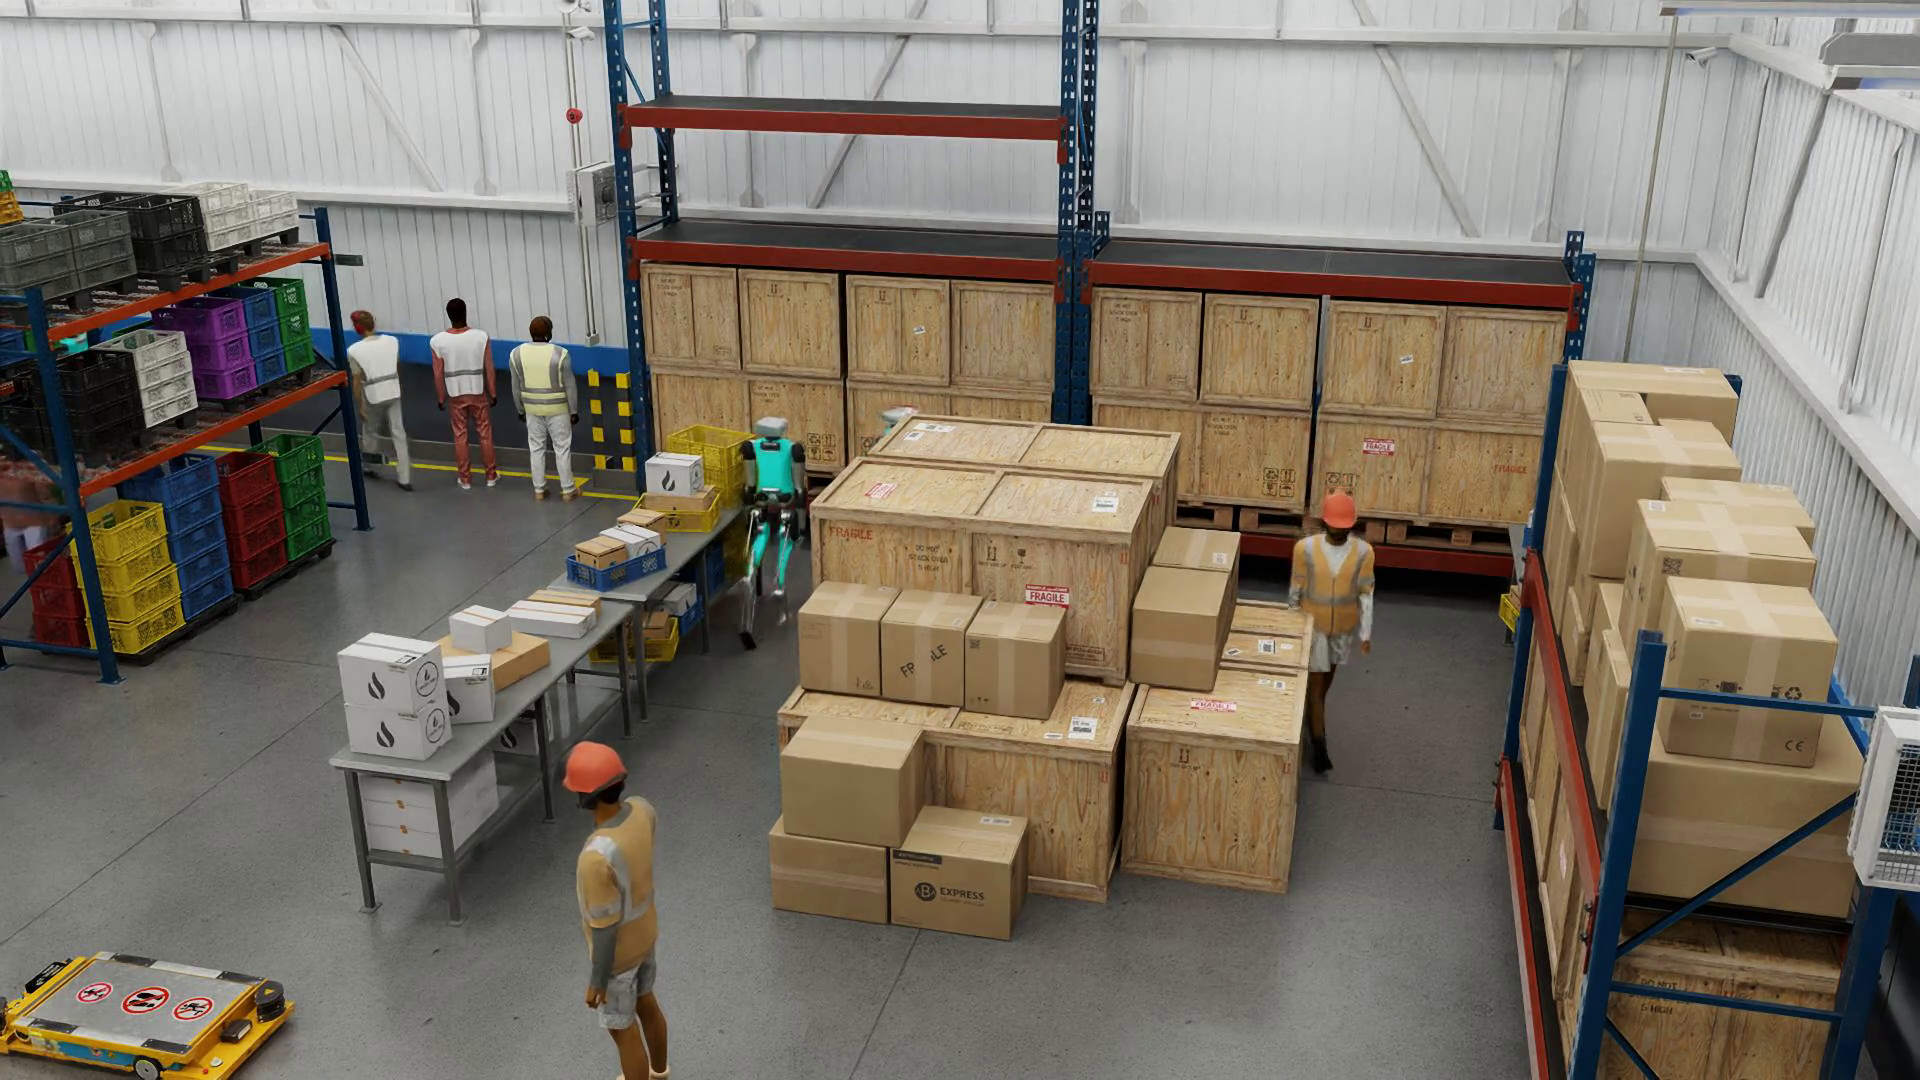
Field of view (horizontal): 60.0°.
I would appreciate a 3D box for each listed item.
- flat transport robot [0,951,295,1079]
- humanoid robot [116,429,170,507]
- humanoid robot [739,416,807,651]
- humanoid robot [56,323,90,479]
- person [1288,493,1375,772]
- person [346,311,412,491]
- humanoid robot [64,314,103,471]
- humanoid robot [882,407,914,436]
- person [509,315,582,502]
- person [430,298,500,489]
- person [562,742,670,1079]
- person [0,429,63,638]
[{"bbox_3d":[-4.270,2.464,8.601,1.431,0.231,0.659,5,22,13],"label":"flat transport robot"},{"bbox_3d":[-7.428,-0.727,15.047,0.608,1.622,0.795,14,25,32],"label":"humanoid robot"},{"bbox_3d":[-1.551,-0.012,13.051,0.549,1.758,0.986,5,21,13],"label":"humanoid robot"},{"bbox_3d":[-8.830,-1.300,16.410,0.673,1.812,0.540,3,21,9],"label":"humanoid robot"},{"bbox_3d":[2.508,0.578,11.261,0.553,1.885,0.999,1,21,3],"label":"person"},{"bbox_3d":[-5.838,-1.418,16.613,0.585,1.790,0.982,-18,27,-39],"label":"person"},{"bbox_3d":[-8.965,-1.437,16.739,0.785,1.757,0.534,0,21,-1],"label":"humanoid robot"},{"bbox_3d":[-0.682,-0.251,13.651,0.915,1.768,0.543,11,23,26],"label":"humanoid robot"},{"bbox_3d":[-4.005,-1.271,16.168,0.632,1.841,0.429,2,21,6],"label":"person"},{"bbox_3d":[-4.900,-1.444,16.523,0.587,1.914,0.391,-6,22,-16],"label":"person"},{"bbox_3d":[-1.602,1.861,7.705,0.394,2.033,0.612,4,21,11],"label":"person"},{"bbox_3d":[-7.470,-0.146,13.345,0.530,1.741,0.705,2,21,5],"label":"person"}]
